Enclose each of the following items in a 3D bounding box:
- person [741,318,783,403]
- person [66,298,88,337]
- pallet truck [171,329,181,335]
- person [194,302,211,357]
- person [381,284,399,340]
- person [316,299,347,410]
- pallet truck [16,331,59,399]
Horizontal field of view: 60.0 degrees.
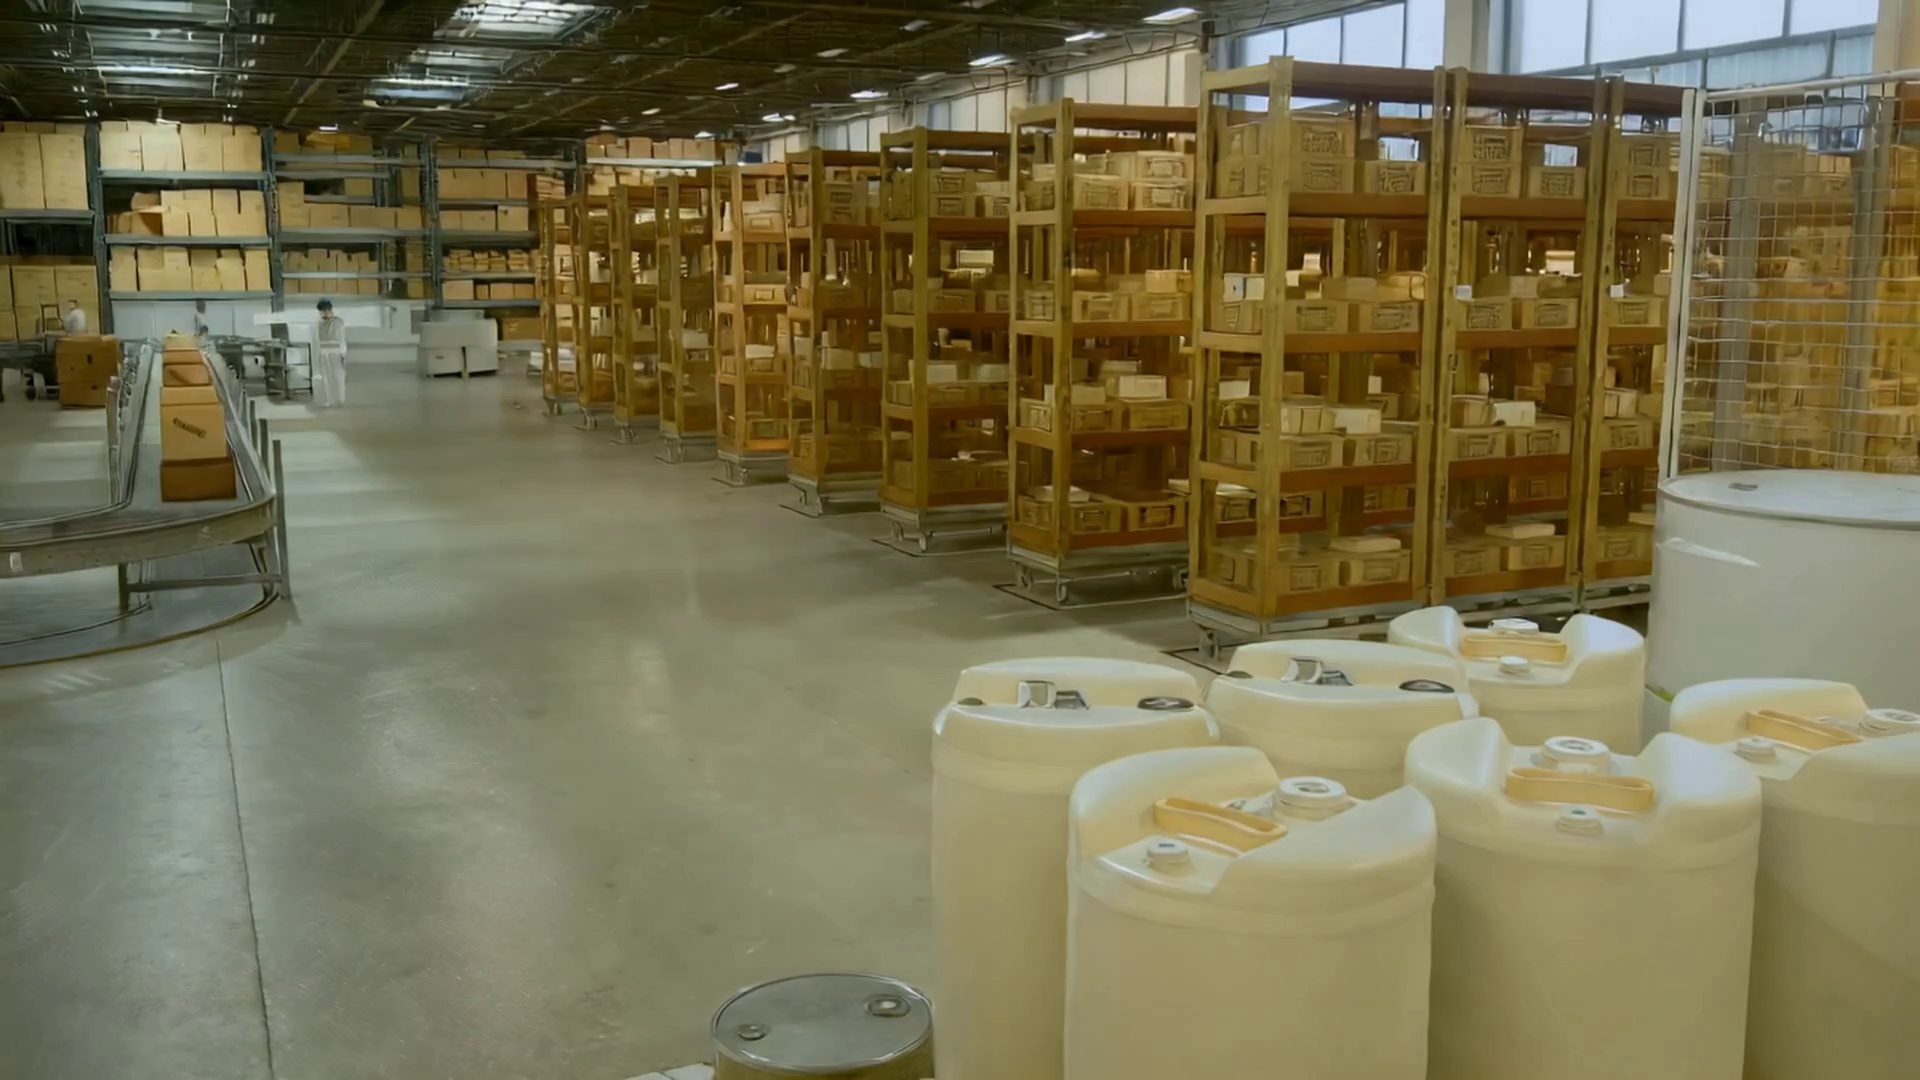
[{"bbox_3d":[-2.793,-2.185,23.099,0.974,1.779,0.584,-9,13,-43],"label":"person"},{"bbox_3d":[-20.248,-4.637,38.143,0.404,1.826,0.591,3,10,17],"label":"person"},{"bbox_3d":[-17.275,-3.851,35.096,1.601,1.201,0.680,0,9,1],"label":"pallet truck"},{"bbox_3d":[-18.909,-5.126,41.671,0.862,1.649,0.557,-7,11,-37],"label":"person"},{"bbox_3d":[-19.008,-7.526,55.515,0.612,1.997,0.376,0,9,1],"label":"person"},{"bbox_3d":[-10.975,-3.229,29.017,0.605,1.944,0.402,4,10,22],"label":"person"},{"bbox_3d":[-17.082,-3.353,31.781,1.630,1.274,0.653,-4,10,-25],"label":"pallet truck"}]
